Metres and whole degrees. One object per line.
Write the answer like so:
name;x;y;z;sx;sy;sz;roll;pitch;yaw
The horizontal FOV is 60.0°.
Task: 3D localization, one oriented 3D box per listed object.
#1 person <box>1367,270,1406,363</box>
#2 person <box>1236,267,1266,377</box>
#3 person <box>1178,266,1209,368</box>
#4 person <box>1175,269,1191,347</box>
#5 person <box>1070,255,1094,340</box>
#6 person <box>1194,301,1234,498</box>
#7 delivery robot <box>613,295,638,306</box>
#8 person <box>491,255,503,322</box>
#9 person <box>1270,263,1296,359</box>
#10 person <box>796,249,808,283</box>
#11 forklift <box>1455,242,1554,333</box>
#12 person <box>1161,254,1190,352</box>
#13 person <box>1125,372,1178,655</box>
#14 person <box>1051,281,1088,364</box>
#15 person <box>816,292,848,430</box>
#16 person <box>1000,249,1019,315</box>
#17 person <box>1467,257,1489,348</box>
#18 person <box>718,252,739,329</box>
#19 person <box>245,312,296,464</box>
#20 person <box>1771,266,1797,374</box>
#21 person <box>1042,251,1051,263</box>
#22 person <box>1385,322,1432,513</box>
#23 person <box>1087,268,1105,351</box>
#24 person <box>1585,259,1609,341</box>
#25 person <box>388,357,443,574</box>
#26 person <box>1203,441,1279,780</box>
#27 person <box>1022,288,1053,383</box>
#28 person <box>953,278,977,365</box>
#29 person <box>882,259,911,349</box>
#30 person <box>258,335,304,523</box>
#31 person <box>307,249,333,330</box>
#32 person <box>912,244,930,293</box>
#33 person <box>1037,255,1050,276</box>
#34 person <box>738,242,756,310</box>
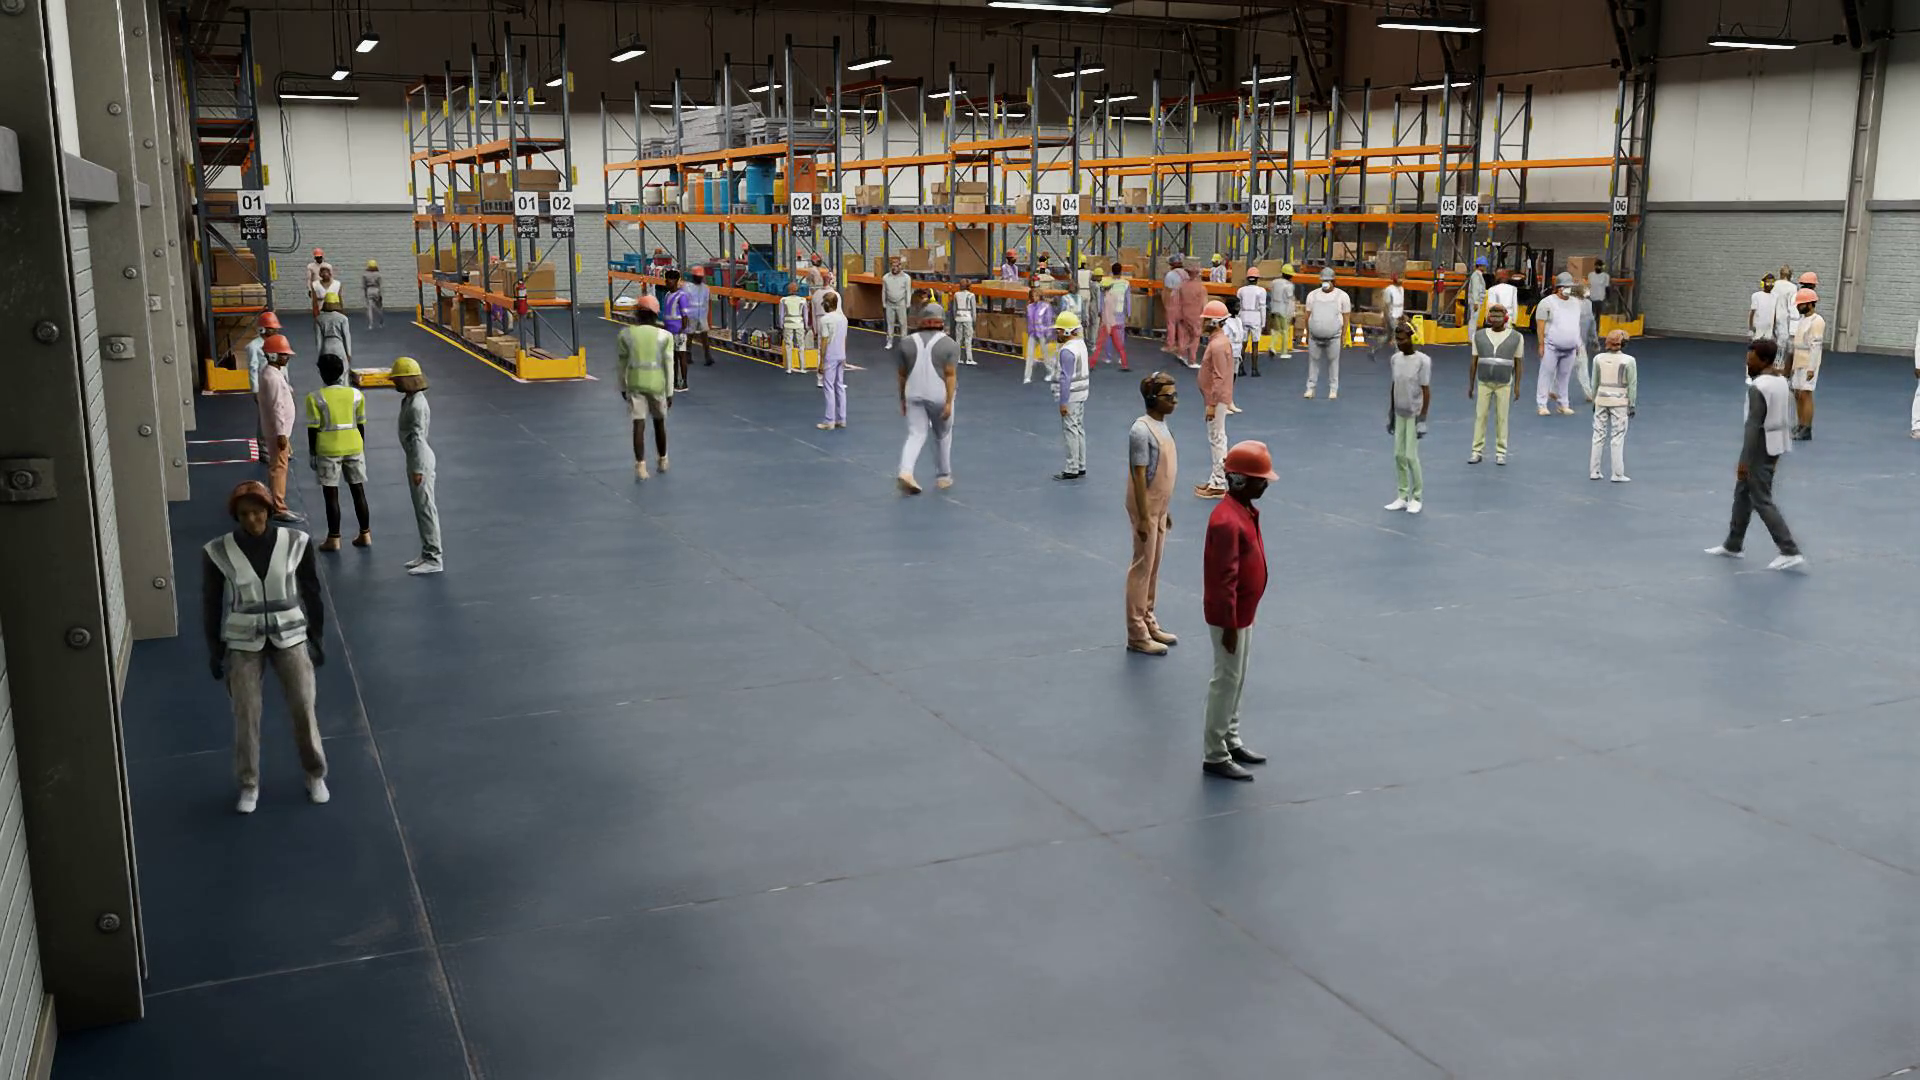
person;8.142;-4.205;31.504;0.882;1.806;0.613;8;14;36
person;5.146;-3.841;29.353;0.547;1.930;0.391;7;13;31
person;4.364;-4.134;30.932;0.431;1.893;0.664;-8;14;-35
person;4.755;-4.931;35.503;0.319;1.686;0.539;-2;11;-8
person;2.756;-5.478;37.652;0.593;1.929;0.359;-2;11;-10
person;2.578;-1.421;16.864;0.378;1.996;0.611;2;11;11
delivery robot;-9.562;-6.754;47.406;0.707;0.478;0.477;-8;14;-37
person;-12.347;-6.671;44.163;0.572;1.750;0.330;7;13;33
person;6.424;-4.525;32.914;0.439;1.887;0.631;-7;13;-33
person;-5.044;-8.276;52.367;0.574;1.737;0.354;-2;11;-11
forklift;13.047;-6.049;39.881;2.313;2.155;1.214;-5;12;-23
person;4.463;-4.957;34.721;0.686;2.000;0.535;-10;15;-42
person;1.270;-0.181;10.946;0.343;1.847;0.506;5;12;22
person;2.108;-4.109;31.519;0.564;1.616;0.710;-7;13;-31
person;-1.699;-2.388;22.199;0.352;1.836;0.516;7;13;33
person;1.193;-5.735;38.672;0.375;2.043;0.611;7;13;31
person;11.103;-5.100;35.691;0.403;1.943;0.610;4;12;21
person;-5.674;-6.078;40.712;0.595;1.923;0.373;4;12;18
person;-7.963;-1.759;19.219;0.360;1.744;0.570;4;12;19
person;14.713;-3.941;29.818;0.352;1.937;0.635;-4;12;-19
person;2.806;-8.612;54.332;0.278;1.634;0.498;7;13;31
person;4.317;-1.179;16.040;0.391;1.847;0.543;-6;12;-27
person;2.864;-4.827;34.851;0.347;1.733;0.479;-4;12;-18
person;14.278;-5.375;37.330;0.558;1.845;0.440;9;14;40
person;-4.383;-0.599;13.363;0.323;1.737;0.486;-5;12;-23
person;1.428;0.354;8.501;0.355;1.740;0.573;4;12;19
person;1.361;-3.471;28.344;0.523;1.625;0.764;8;14;35
person;0.097;-4.156;31.683;0.522;1.636;0.310;9;14;37
person;-1.355;-4.988;35.262;0.641;1.899;0.394;3;11;13
person;-6.356;-1.042;15.564;0.342;1.747;0.571;-5;12;-26
person;-15.775;-6.180;41.057;0.621;1.992;0.397;-5;12;-25
person;-1.093;-7.554;48.059;0.618;2.002;1.048;-6;13;-29
person;1.974;-5.908;40.024;0.520;1.865;0.319;9;14;39
person;-6.321;-7.870;49.573;0.619;2.028;0.410;3;11;14
